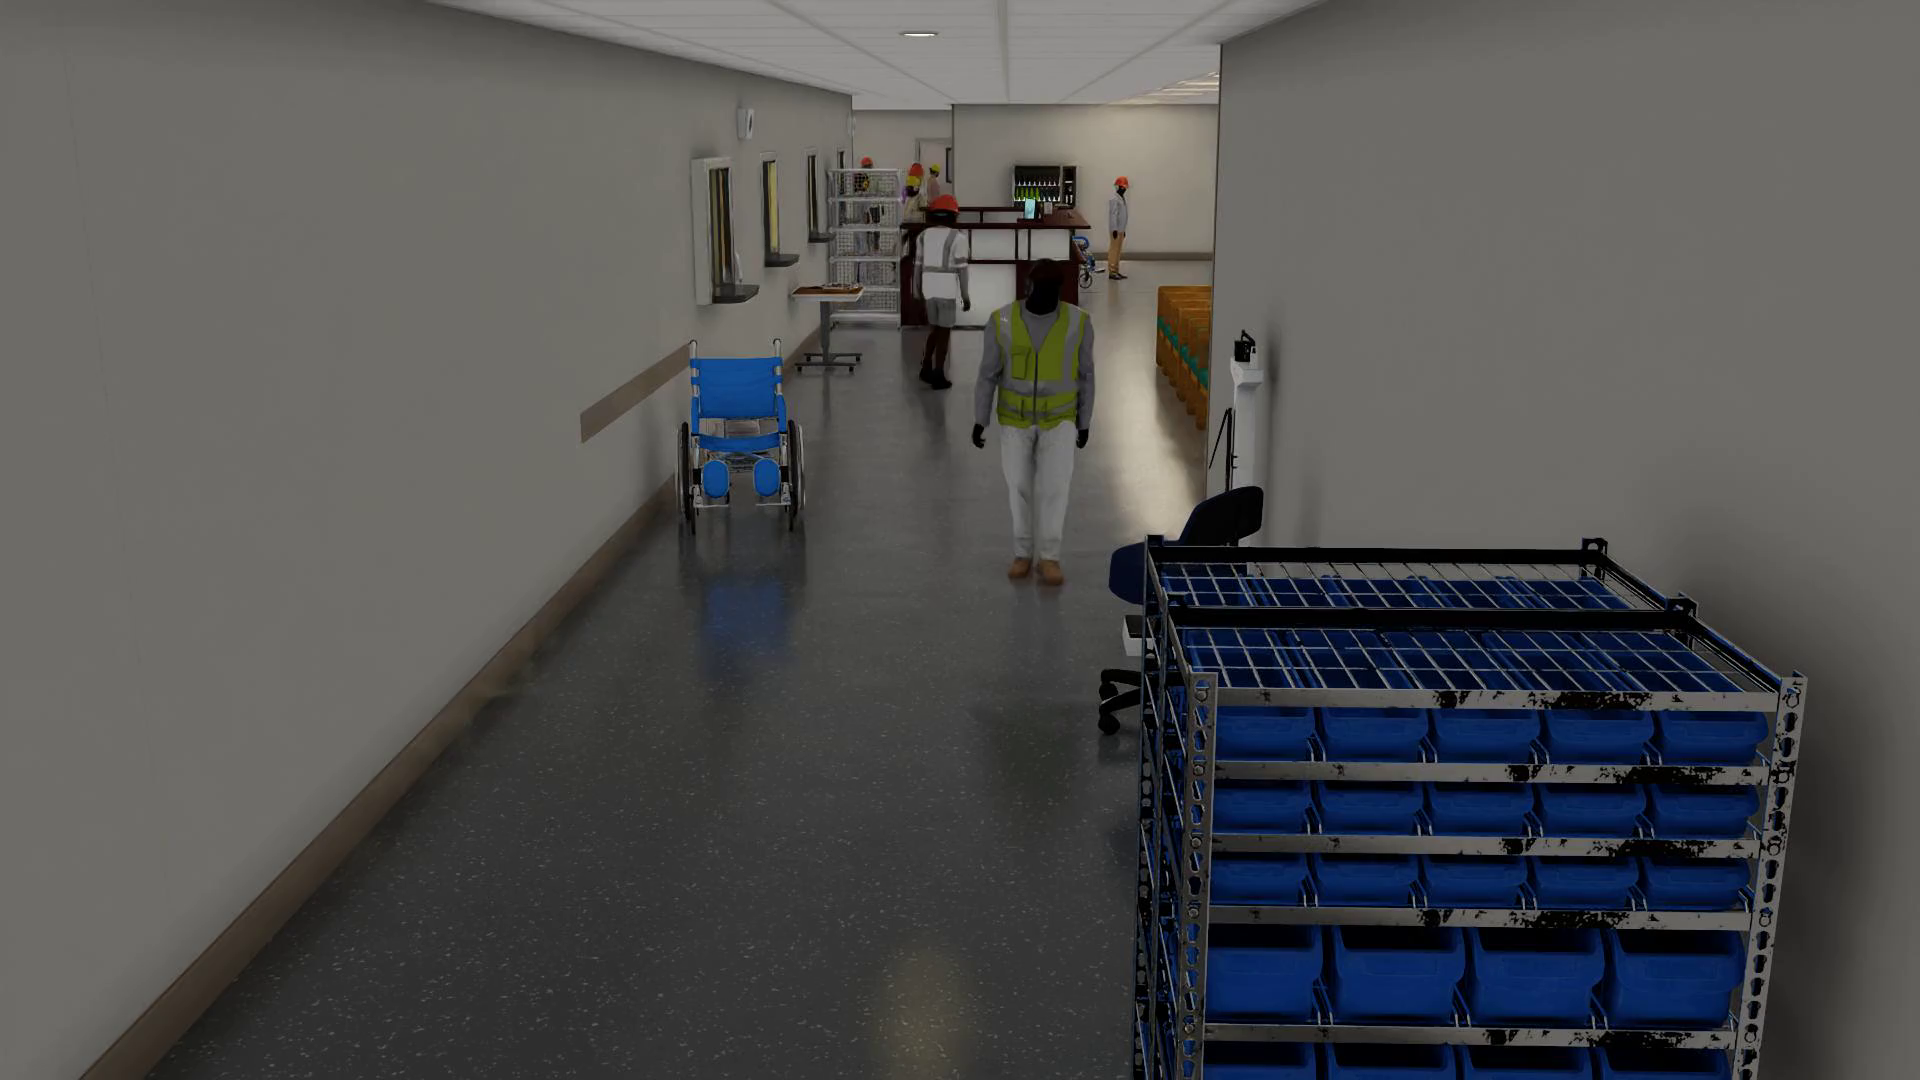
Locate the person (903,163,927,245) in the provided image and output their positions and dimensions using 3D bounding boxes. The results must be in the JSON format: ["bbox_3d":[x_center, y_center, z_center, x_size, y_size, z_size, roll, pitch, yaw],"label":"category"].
[{"bbox_3d":[-0.894,-6.640,33.524,0.568,1.878,0.351,-12,18,-40],"label":"person"}]

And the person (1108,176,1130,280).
[{"bbox_3d":[2.735,-5.347,28.530,0.339,1.747,0.563,6,15,22],"label":"person"}]

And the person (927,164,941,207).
[{"bbox_3d":[-0.597,-7.724,38.162,0.327,1.760,0.524,-5,15,-20],"label":"person"}]

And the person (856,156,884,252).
[{"bbox_3d":[-1.885,-6.992,34.713,0.624,1.991,0.399,1,14,3],"label":"person"}]

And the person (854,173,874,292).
[{"bbox_3d":[-1.562,-4.857,26.320,0.322,1.861,0.514,-10,17,-35],"label":"person"}]

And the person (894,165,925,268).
[{"bbox_3d":[-0.801,-5.946,30.667,0.953,1.884,0.557,-1,14,-2],"label":"person"}]

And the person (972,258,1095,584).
[{"bbox_3d":[0.409,-0.662,9.369,0.684,1.827,0.539,2,14,7],"label":"person"}]

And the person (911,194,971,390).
[{"bbox_3d":[-0.174,-2.441,16.426,0.553,1.907,0.493,10,17,35],"label":"person"}]

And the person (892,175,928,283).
[{"bbox_3d":[-0.721,-5.184,27.780,0.902,1.796,0.604,-7,15,-25],"label":"person"}]
